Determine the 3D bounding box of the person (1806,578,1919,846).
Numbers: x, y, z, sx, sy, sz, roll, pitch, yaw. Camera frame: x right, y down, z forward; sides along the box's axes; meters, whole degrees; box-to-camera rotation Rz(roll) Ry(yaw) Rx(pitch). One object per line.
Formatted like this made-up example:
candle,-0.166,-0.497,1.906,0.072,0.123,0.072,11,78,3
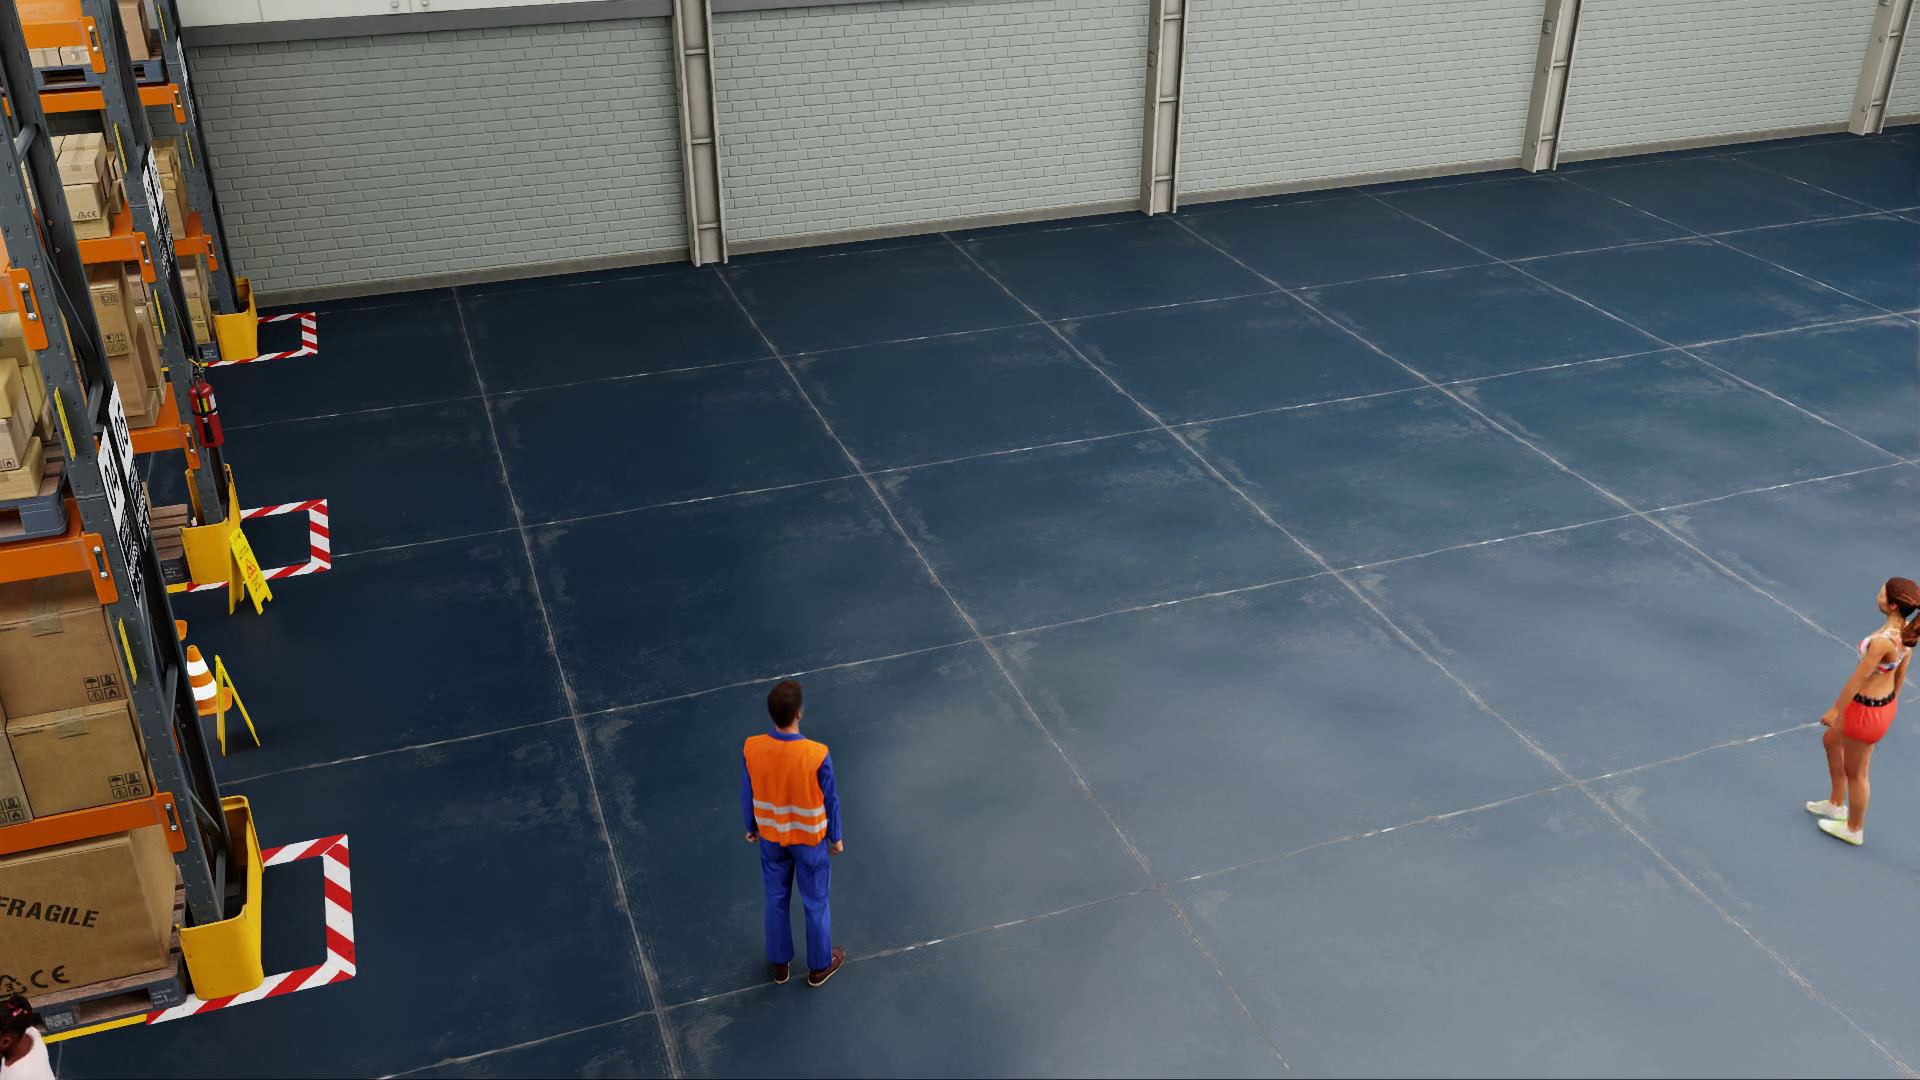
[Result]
person,5.473,1.070,9.863,0.678,1.774,0.745,-24,36,-37

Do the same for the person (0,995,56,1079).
person,-4.005,2.566,7.414,0.737,1.435,0.595,-14,31,-24

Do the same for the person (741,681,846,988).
person,-0.886,1.568,8.837,0.736,1.860,0.849,6,29,11
